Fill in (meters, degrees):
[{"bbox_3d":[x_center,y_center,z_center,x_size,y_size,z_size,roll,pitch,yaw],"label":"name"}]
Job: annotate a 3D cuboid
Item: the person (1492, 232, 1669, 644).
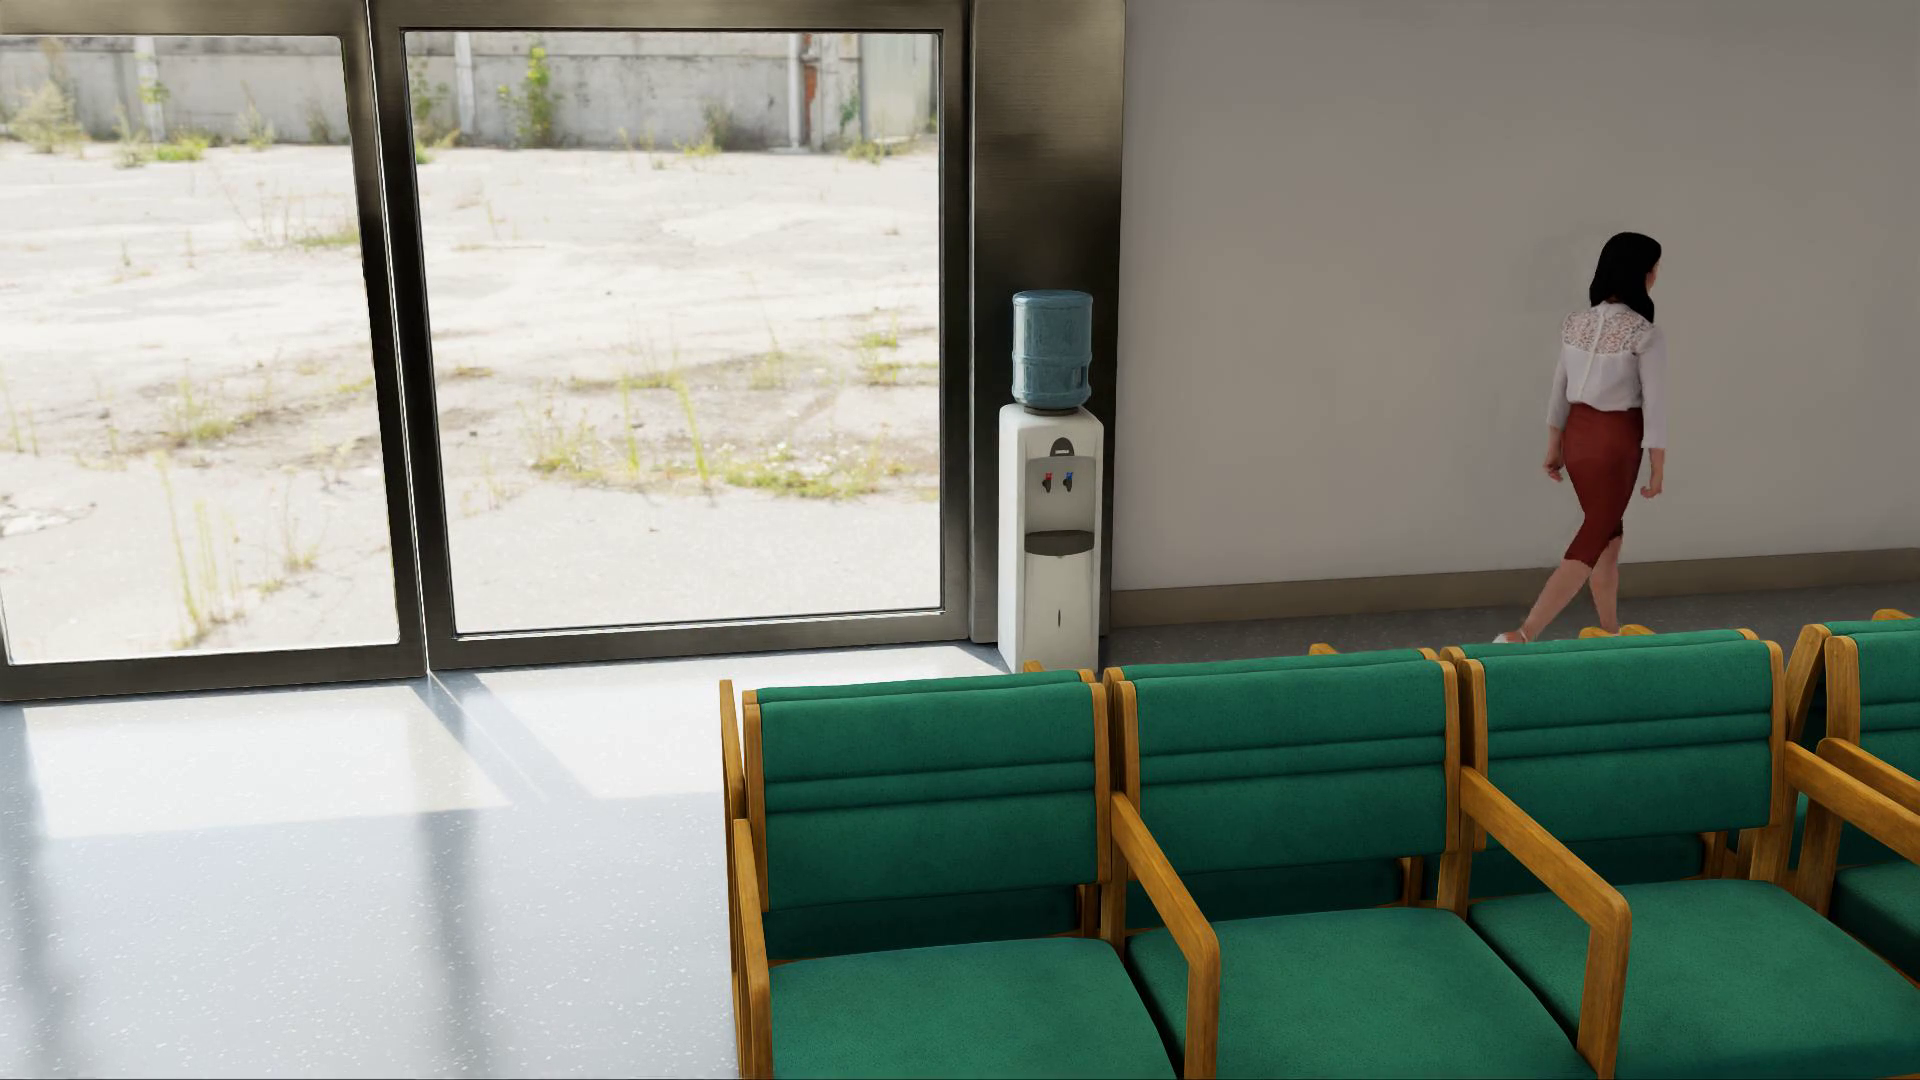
[{"bbox_3d":[2.320,-0.236,6.176,0.932,1.717,1.134,-9,18,-29],"label":"person"}]
